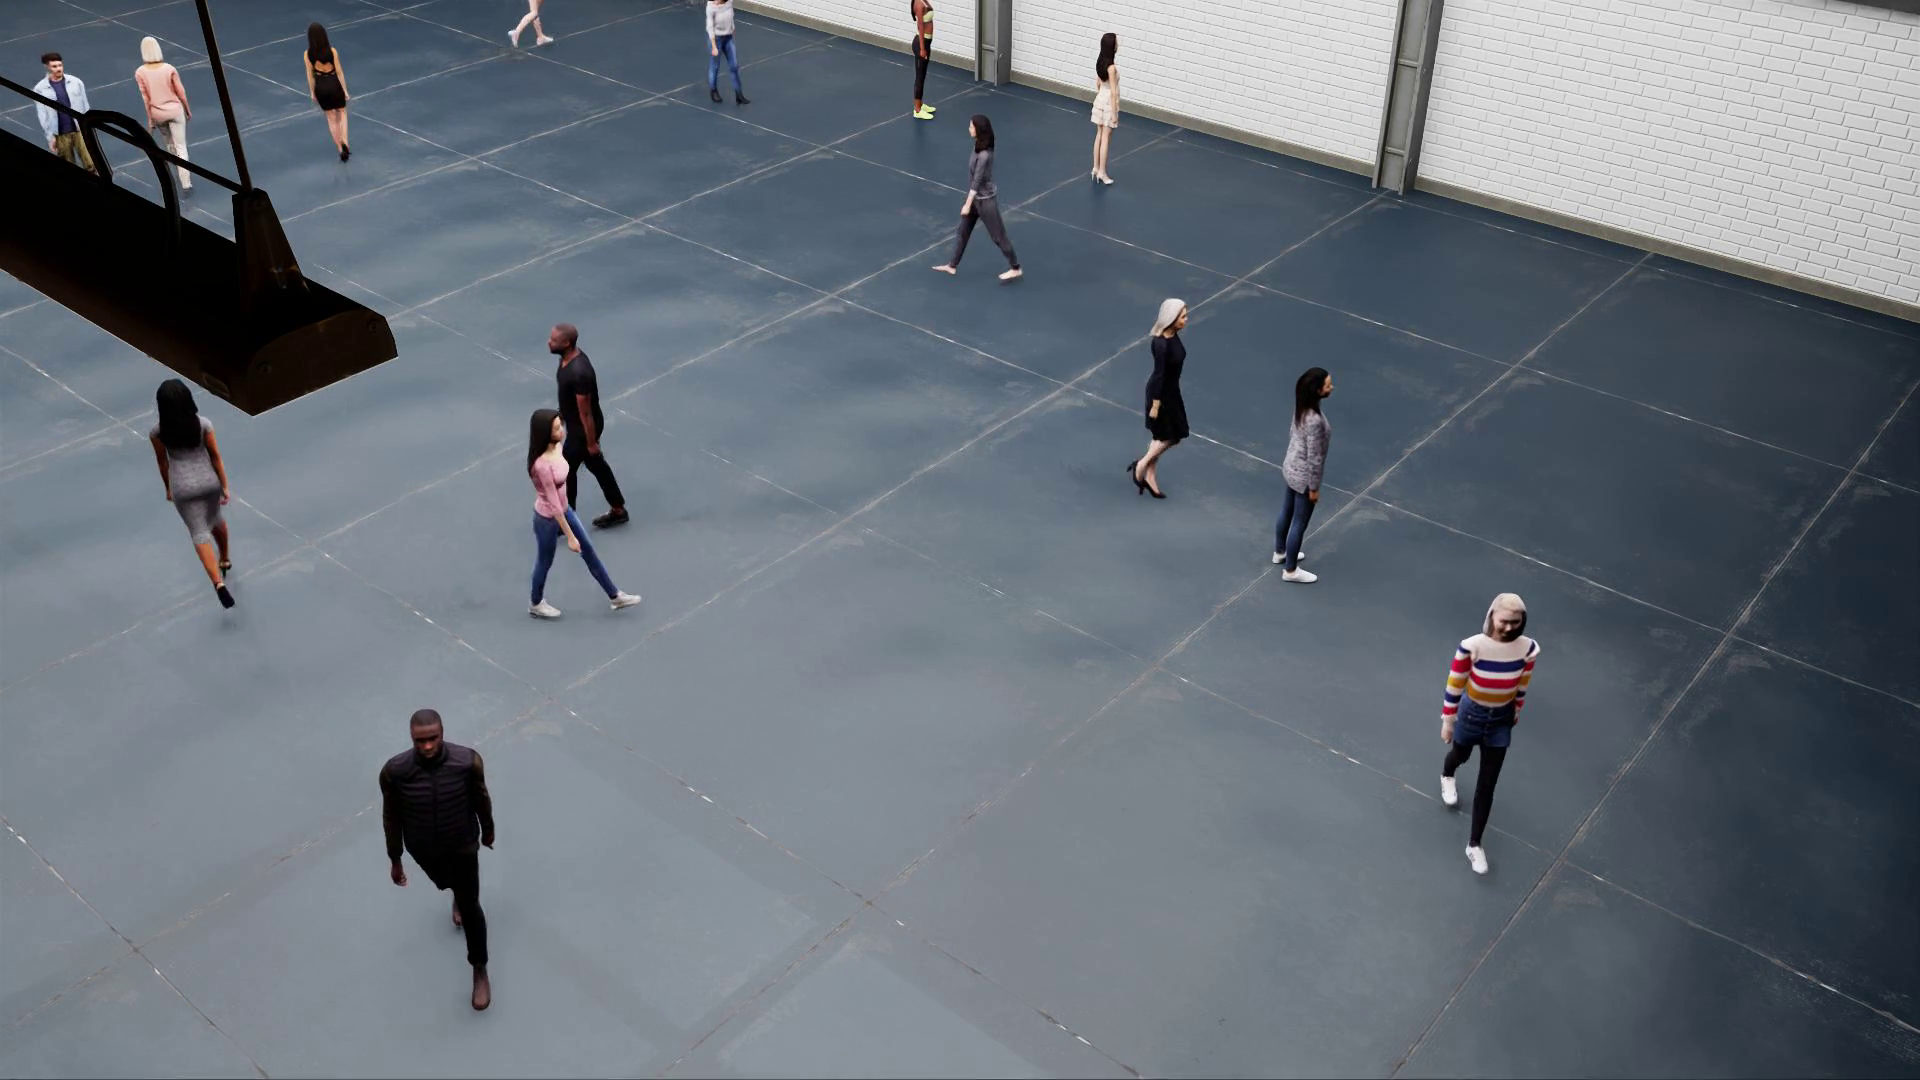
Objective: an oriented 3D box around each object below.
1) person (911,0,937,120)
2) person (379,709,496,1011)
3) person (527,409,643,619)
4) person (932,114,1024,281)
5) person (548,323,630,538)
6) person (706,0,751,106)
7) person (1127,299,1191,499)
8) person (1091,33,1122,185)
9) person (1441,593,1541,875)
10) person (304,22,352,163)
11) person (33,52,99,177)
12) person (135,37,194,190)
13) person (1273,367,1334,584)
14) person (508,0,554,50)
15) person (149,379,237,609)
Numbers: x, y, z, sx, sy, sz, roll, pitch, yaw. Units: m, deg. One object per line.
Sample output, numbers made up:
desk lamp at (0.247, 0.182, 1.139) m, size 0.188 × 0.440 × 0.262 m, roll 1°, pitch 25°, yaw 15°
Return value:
person at (-0.485, -6.216, 20.938) m, size 0.674 × 1.755 × 0.647 m, roll 3°, pitch 34°, yaw 5°
person at (-2.829, 1.612, 9.125) m, size 1.176 × 1.795 × 1.285 m, roll -5°, pitch 34°, yaw -8°
person at (-2.967, -0.146, 11.846) m, size 1.159 × 1.709 × 0.947 m, roll 6°, pitch 34°, yaw 9°
person at (0.323, -3.381, 16.711) m, size 1.209 × 1.712 × 1.090 m, roll 0°, pitch 34°, yaw 1°
person at (-2.824, -0.864, 12.849) m, size 1.024 × 1.794 × 1.039 m, roll -10°, pitch 35°, yaw -15°
person at (-3.122, -6.393, 21.343) m, size 0.679 × 1.599 × 0.906 m, roll -28°, pitch 43°, yaw -35°
person at (1.537, -1.132, 13.308) m, size 0.853 × 1.732 × 0.770 m, roll 12°, pitch 35°, yaw 17°
person at (1.665, -4.937, 19.030) m, size 0.723 × 1.736 × 0.616 m, roll -11°, pitch 35°, yaw -16°
person at (3.123, 1.034, 10.022) m, size 1.183 × 1.764 × 1.167 m, roll 1°, pitch 34°, yaw 2°
person at (-7.408, -5.216, 19.538) m, size 0.696 × 1.638 × 0.733 m, roll -9°, pitch 35°, yaw -13°
person at (-9.822, -4.479, 18.313) m, size 0.919 × 1.767 × 1.230 m, roll -19°, pitch 38°, yaw -26°
person at (-8.979, -4.792, 18.862) m, size 1.005 × 1.680 × 1.225 m, roll -11°, pitch 35°, yaw -16°
person at (2.546, -0.503, 12.363) m, size 0.741 × 1.732 × 0.674 m, roll -4°, pitch 34°, yaw -6°
person at (-6.084, -7.711, 23.208) m, size 0.949 × 1.730 × 0.597 m, roll 25°, pitch 41°, yaw 32°
person at (-5.514, -0.297, 12.041) m, size 0.842 × 1.746 × 1.158 m, roll -18°, pitch 38°, yaw -25°
